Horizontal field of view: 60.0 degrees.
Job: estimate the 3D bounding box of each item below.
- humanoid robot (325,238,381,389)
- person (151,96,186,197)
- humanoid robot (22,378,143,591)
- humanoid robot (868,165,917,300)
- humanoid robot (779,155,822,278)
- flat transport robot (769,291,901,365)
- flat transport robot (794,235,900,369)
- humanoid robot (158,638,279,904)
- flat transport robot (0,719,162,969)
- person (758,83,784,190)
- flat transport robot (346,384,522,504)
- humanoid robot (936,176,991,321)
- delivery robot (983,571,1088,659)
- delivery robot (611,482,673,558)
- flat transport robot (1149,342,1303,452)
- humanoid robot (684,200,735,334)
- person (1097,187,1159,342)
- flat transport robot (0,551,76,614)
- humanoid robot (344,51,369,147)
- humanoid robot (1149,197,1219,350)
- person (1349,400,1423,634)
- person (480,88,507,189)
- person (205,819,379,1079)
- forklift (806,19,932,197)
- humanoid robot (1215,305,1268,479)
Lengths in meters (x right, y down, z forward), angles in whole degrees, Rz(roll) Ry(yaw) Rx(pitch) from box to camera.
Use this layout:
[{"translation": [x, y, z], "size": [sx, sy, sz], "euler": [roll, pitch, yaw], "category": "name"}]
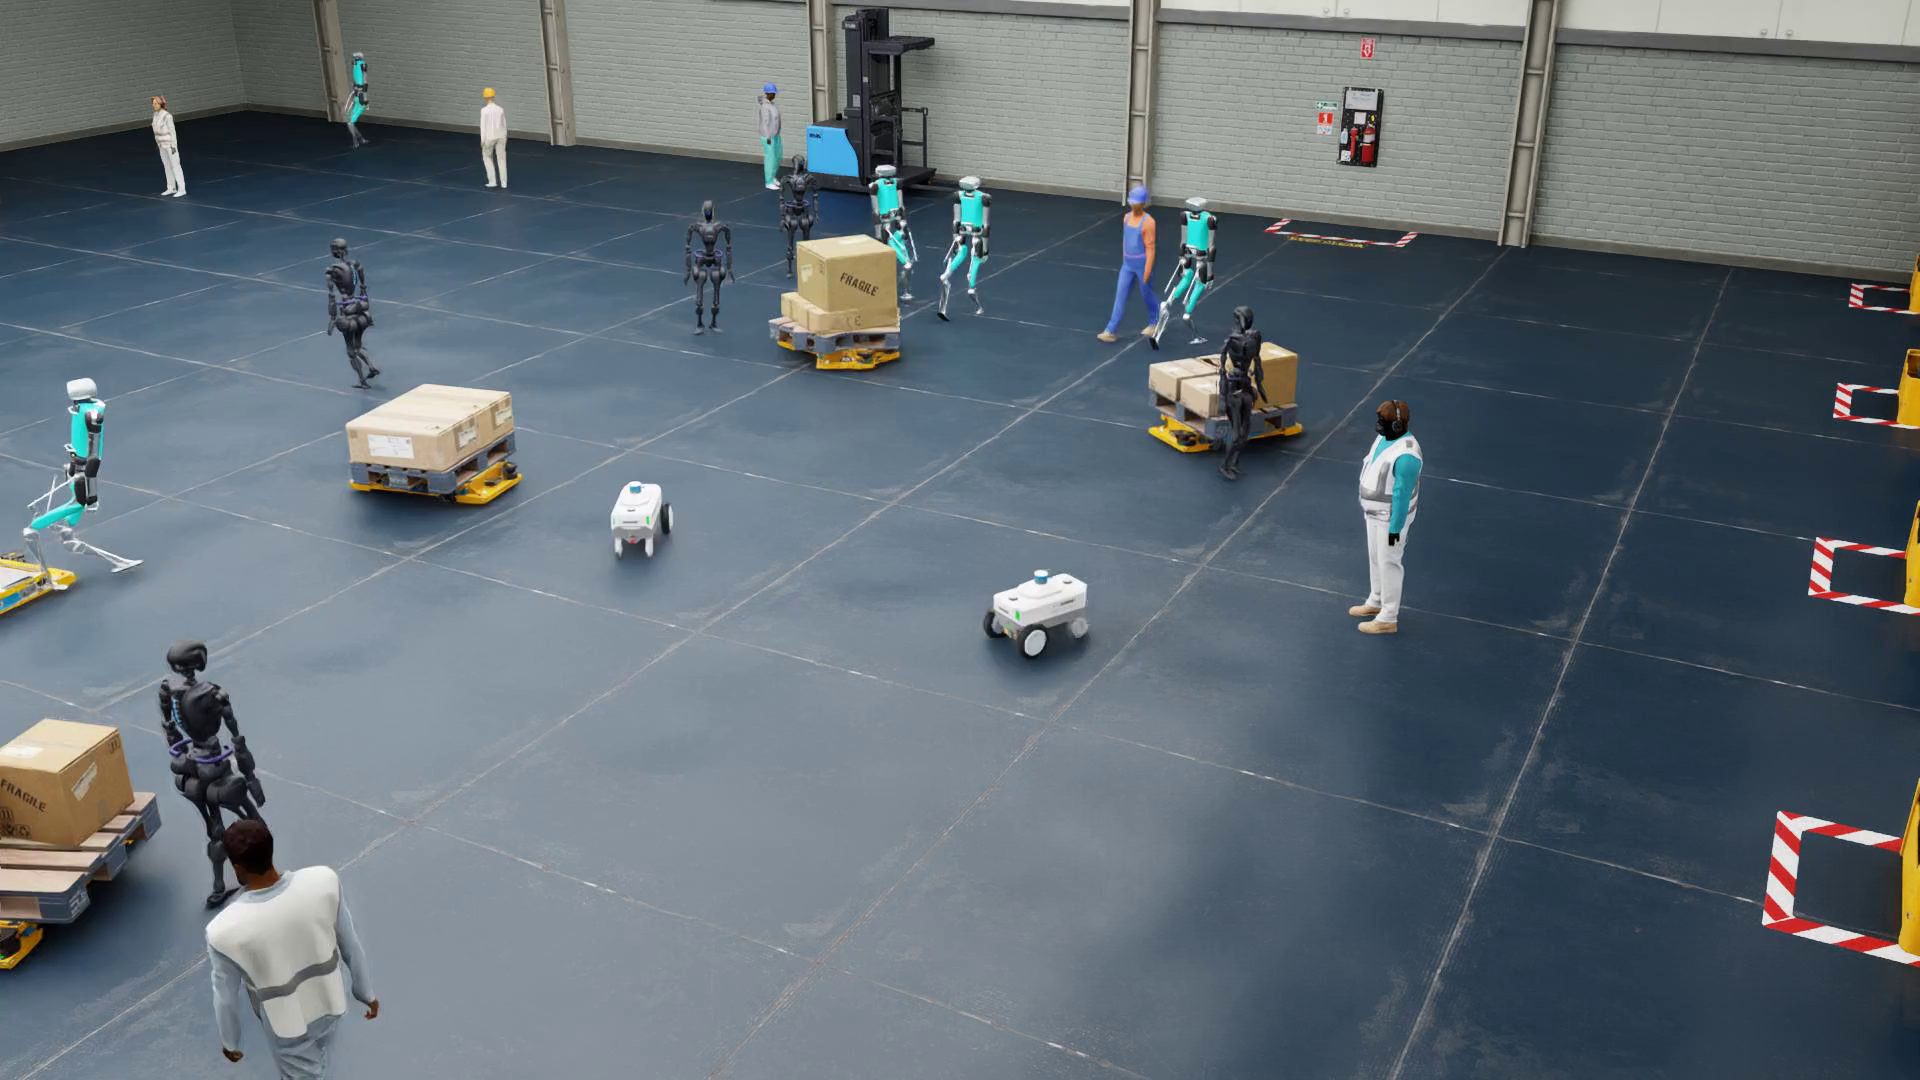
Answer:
[{"translation": [-6.634, -2.460, 18.116], "size": [0.355, 1.643, 0.608], "euler": [10, 25, 22], "category": "humanoid robot"}, {"translation": [-13.193, -6.551, 27.669], "size": [0.514, 1.644, 0.306], "euler": [14, 27, 30], "category": "person"}, {"translation": [-7.203, -0.382, 13.240], "size": [1.027, 1.726, 0.565], "euler": [-16, 28, -33], "category": "humanoid robot"}, {"translation": [-0.779, -3.897, 21.356], "size": [0.530, 1.736, 0.946], "euler": [-21, 31, -40], "category": "humanoid robot"}, {"translation": [-2.183, -4.409, 22.627], "size": [0.599, 1.655, 0.315], "euler": [-9, 25, -20], "category": "humanoid robot"}, {"translation": [-1.440, -2.292, 19.499], "size": [1.431, 0.231, 0.659], "euler": [21, 31, 40], "category": "flat transport robot"}, {"translation": [-1.303, -2.285, 19.482], "size": [0.659, 0.231, 1.431], "euler": [-1, 23, -1], "category": "flat transport robot"}, {"translation": [-4.213, 1.285, 9.390], "size": [0.601, 1.657, 0.388], "euler": [9, 25, 21], "category": "humanoid robot"}, {"translation": [-5.397, 1.960, 9.600], "size": [0.659, 0.231, 1.431], "euler": [1, 23, 3], "category": "flat transport robot"}, {"translation": [-3.211, -6.853, 28.210], "size": [0.371, 1.772, 0.575], "euler": [6, 24, 13], "category": "person"}, {"translation": [-4.895, -0.598, 15.556], "size": [1.431, 0.231, 0.659], "euler": [7, 24, 15], "category": "flat transport robot"}, {"translation": [-0.015, -3.557, 20.659], "size": [0.544, 1.786, 1.016], "euler": [14, 27, 29], "category": "humanoid robot"}, {"translation": [0.609, 0.519, 12.583], "size": [0.777, 0.587, 0.499], "euler": [-16, 28, -32], "category": "delivery robot"}, {"translation": [-2.769, -0.214, 14.301], "size": [0.499, 0.597, 0.779], "euler": [-1, 23, -1], "category": "delivery robot"}, {"translation": [2.675, -1.177, 16.904], "size": [1.431, 0.231, 0.659], "euler": [-11, 26, -24], "category": "flat transport robot"}, {"translation": [-3.035, -3.289, 20.051], "size": [0.609, 1.646, 0.453], "euler": [-6, 24, -15], "category": "humanoid robot"}, {"translation": [2.103, -3.287, 19.822], "size": [1.002, 1.853, 0.538], "euler": [-20, 30, -38], "category": "person"}, {"translation": [-7.774, 0.480, 13.046], "size": [0.659, 0.231, 1.431], "euler": [8, 25, 19], "category": "flat transport robot"}, {"translation": [-11.676, -8.423, 31.950], "size": [0.704, 1.817, 0.538], "euler": [-17, 29, -35], "category": "humanoid robot"}, {"translation": [2.580, -3.080, 19.514], "size": [0.955, 1.787, 0.538], "euler": [-19, 30, -37], "category": "humanoid robot"}, {"translation": [3.224, -0.182, 12.614], "size": [0.431, 1.836, 0.616], "euler": [-2, 23, -5], "category": "person"}, {"translation": [-7.937, -6.817, 28.235], "size": [0.527, 1.680, 0.456], "euler": [-20, 31, -39], "category": "person"}, {"translation": [-2.986, 2.045, 7.363], "size": [0.848, 1.878, 0.618], "euler": [18, 29, 36], "category": "person"}, {"translation": [-1.573, -7.292, 27.850], "size": [1.873, 2.768, 1.129], "euler": [12, 26, 25], "category": "forklift"}, {"translation": [2.643, -1.398, 15.627], "size": [0.611, 1.655, 0.333], "euler": [-18, 29, -35], "category": "humanoid robot"}]
